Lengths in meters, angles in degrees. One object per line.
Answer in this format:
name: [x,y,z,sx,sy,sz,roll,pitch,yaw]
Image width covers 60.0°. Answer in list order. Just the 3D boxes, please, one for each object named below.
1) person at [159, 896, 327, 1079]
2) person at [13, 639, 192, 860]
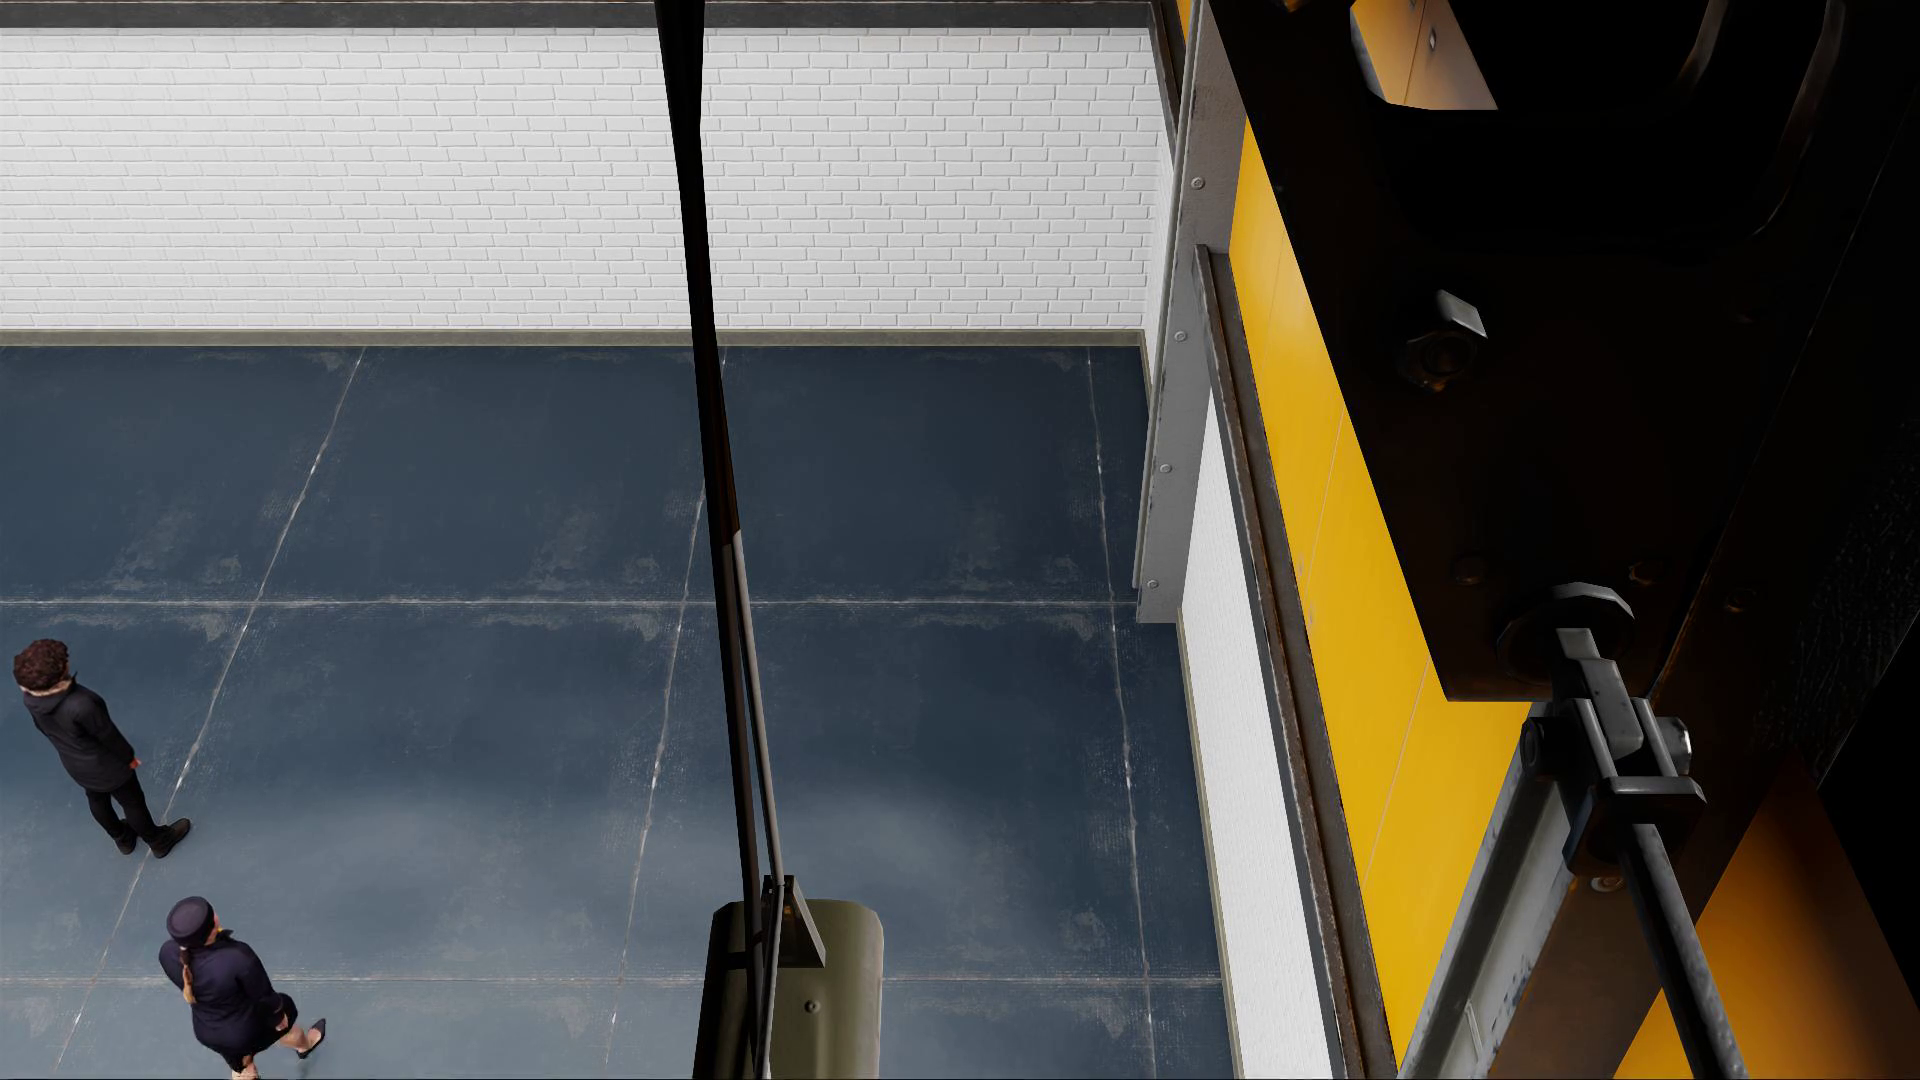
person: [-3.668,2.443,8.349,0.782,1.656,0.890,5,44,5]
person: [-4.966,1.227,9.534,0.680,1.781,0.673,9,44,9]
